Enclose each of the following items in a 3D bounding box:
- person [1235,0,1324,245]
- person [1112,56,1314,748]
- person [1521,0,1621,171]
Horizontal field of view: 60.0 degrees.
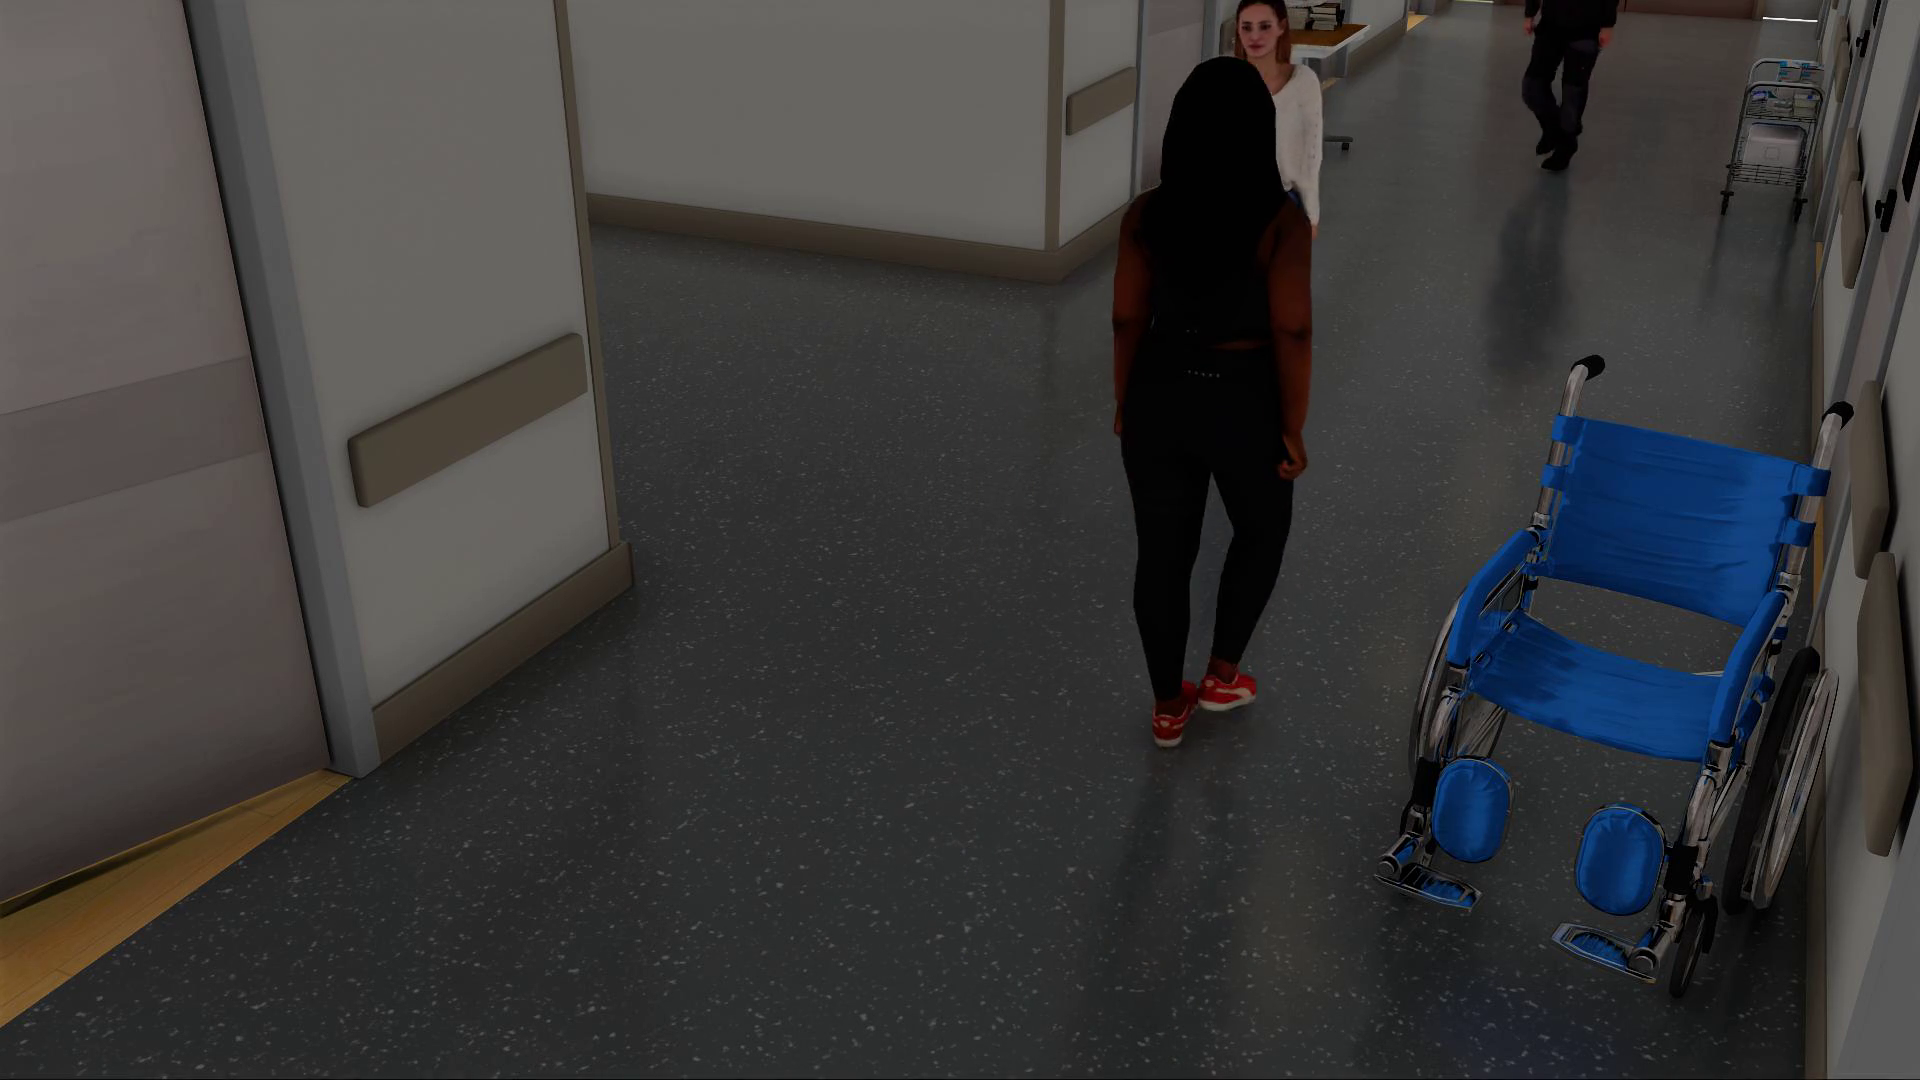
[{"bbox_3d":[1.122,-1.227,6.320,0.680,1.672,0.811,6,26,13],"label":"person"},{"bbox_3d":[0.598,-0.265,4.173,0.710,1.804,0.685,9,27,18],"label":"person"},{"bbox_3d":[3.836,-3.253,10.320,0.889,1.847,0.866,20,32,35],"label":"person"}]
